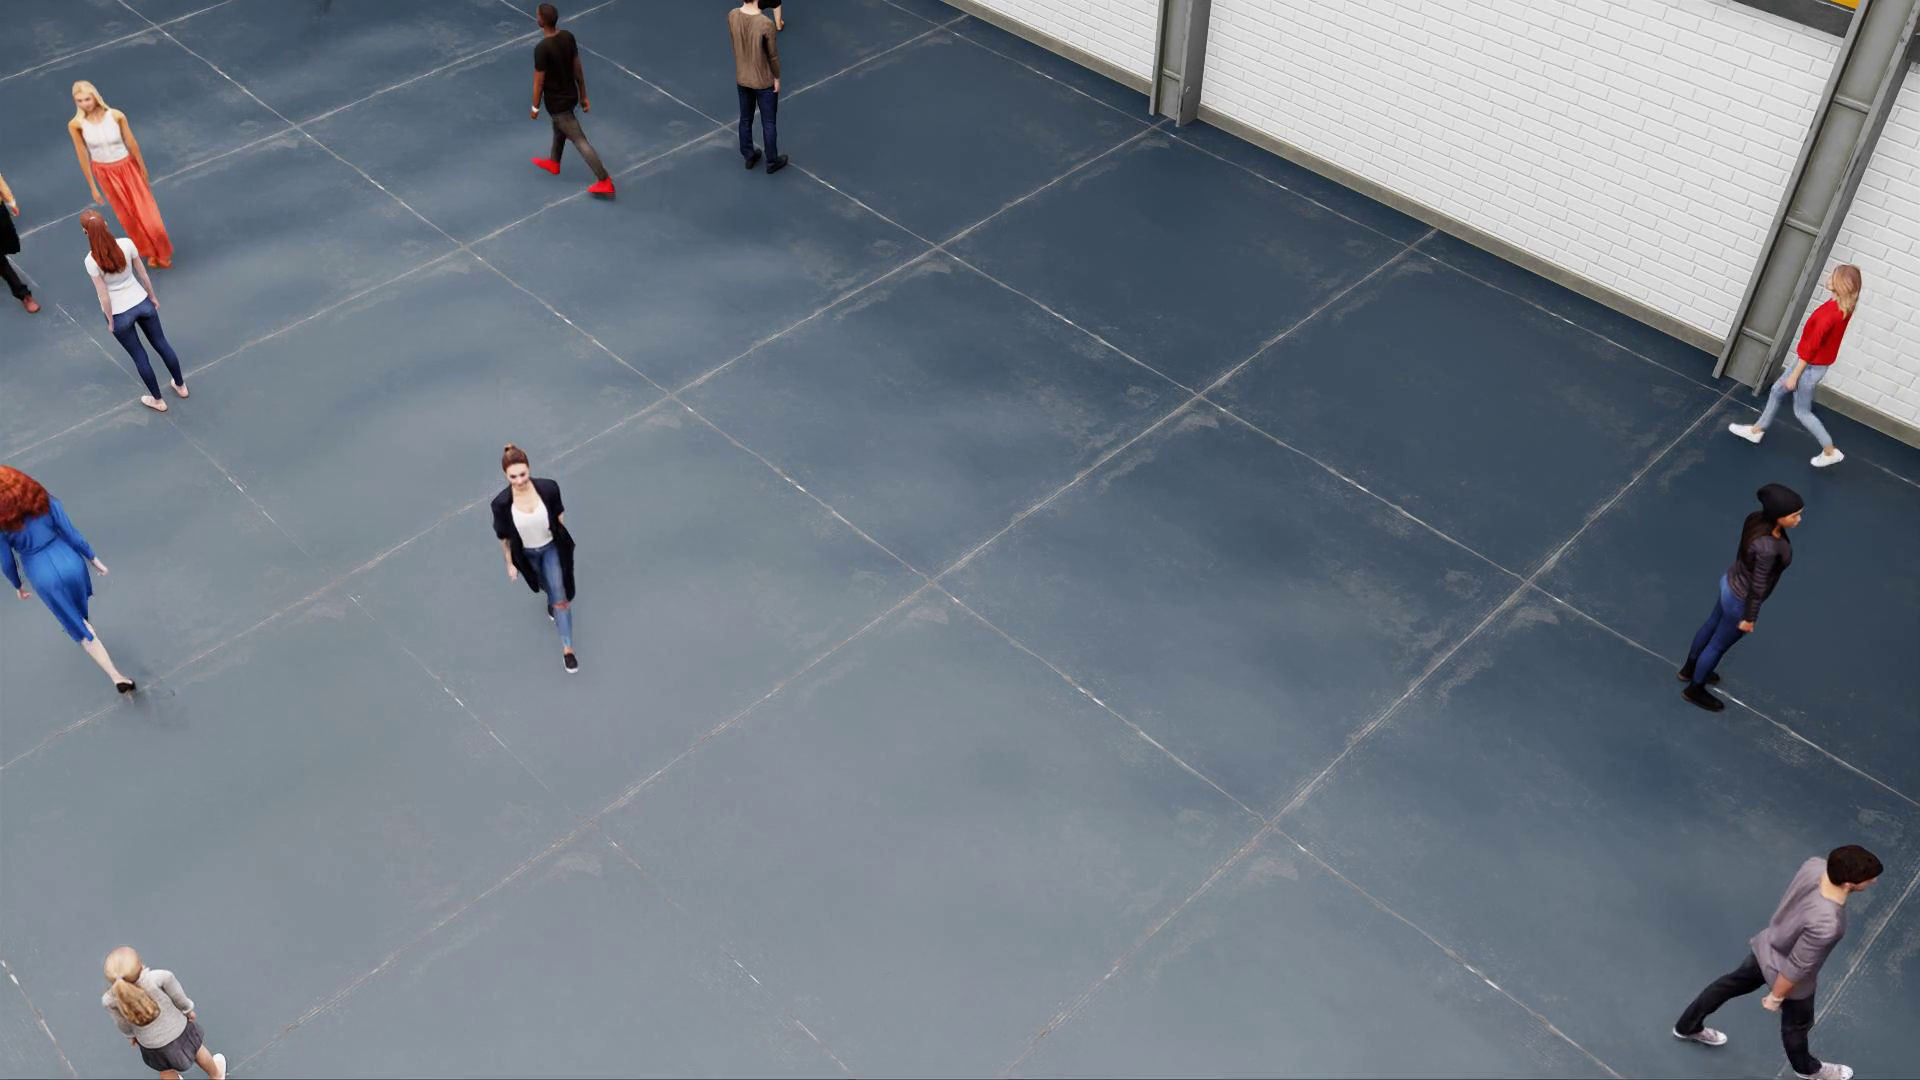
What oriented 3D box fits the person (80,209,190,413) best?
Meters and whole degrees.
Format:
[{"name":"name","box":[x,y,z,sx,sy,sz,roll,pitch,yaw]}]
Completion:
[{"name":"person","box":[-6.345,-1.756,12.729,0.564,1.739,0.596,28,50,26]}]

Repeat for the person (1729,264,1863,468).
[{"name":"person","box":[6.333,-1.238,12.232,1.072,1.674,0.661,30,51,28]}]

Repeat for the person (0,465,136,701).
[{"name":"person","box":[-5.639,0.321,10.533,0.673,1.759,1.115,-30,51,-28]}]

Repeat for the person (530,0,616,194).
[{"name":"person","box":[-3.498,-3.905,14.973,1.294,1.754,0.936,18,47,18]}]

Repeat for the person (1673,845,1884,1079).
[{"name":"person","box":[4.163,2.148,8.577,1.230,1.814,1.066,9,44,10]}]

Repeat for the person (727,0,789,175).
[{"name":"person","box":[-1.876,-4.253,15.242,0.646,1.888,0.787,17,46,17]}]

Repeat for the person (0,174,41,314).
[{"name":"person","box":[-8.111,-2.720,13.746,1.038,1.731,0.709,29,51,27]}]

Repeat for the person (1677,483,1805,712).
[{"name":"person","box":[4.918,0.351,10.510,0.691,1.748,0.690,11,45,11]}]

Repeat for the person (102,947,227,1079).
[{"name":"person","box":[-4.138,2.501,8.596,0.556,1.275,0.583,-22,48,-22]}]

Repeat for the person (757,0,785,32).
[{"name":"person","box":[-2.076,-6.091,17.361,0.667,1.625,0.708,-10,44,-10]}]

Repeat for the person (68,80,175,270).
[{"name":"person","box":[-7.162,-3.123,14.129,0.773,1.786,0.902,-19,47,-19]}]

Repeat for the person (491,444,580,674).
[{"name":"person","box":[-2.798,0.011,10.952,0.964,1.632,1.198,-13,45,-13]}]
